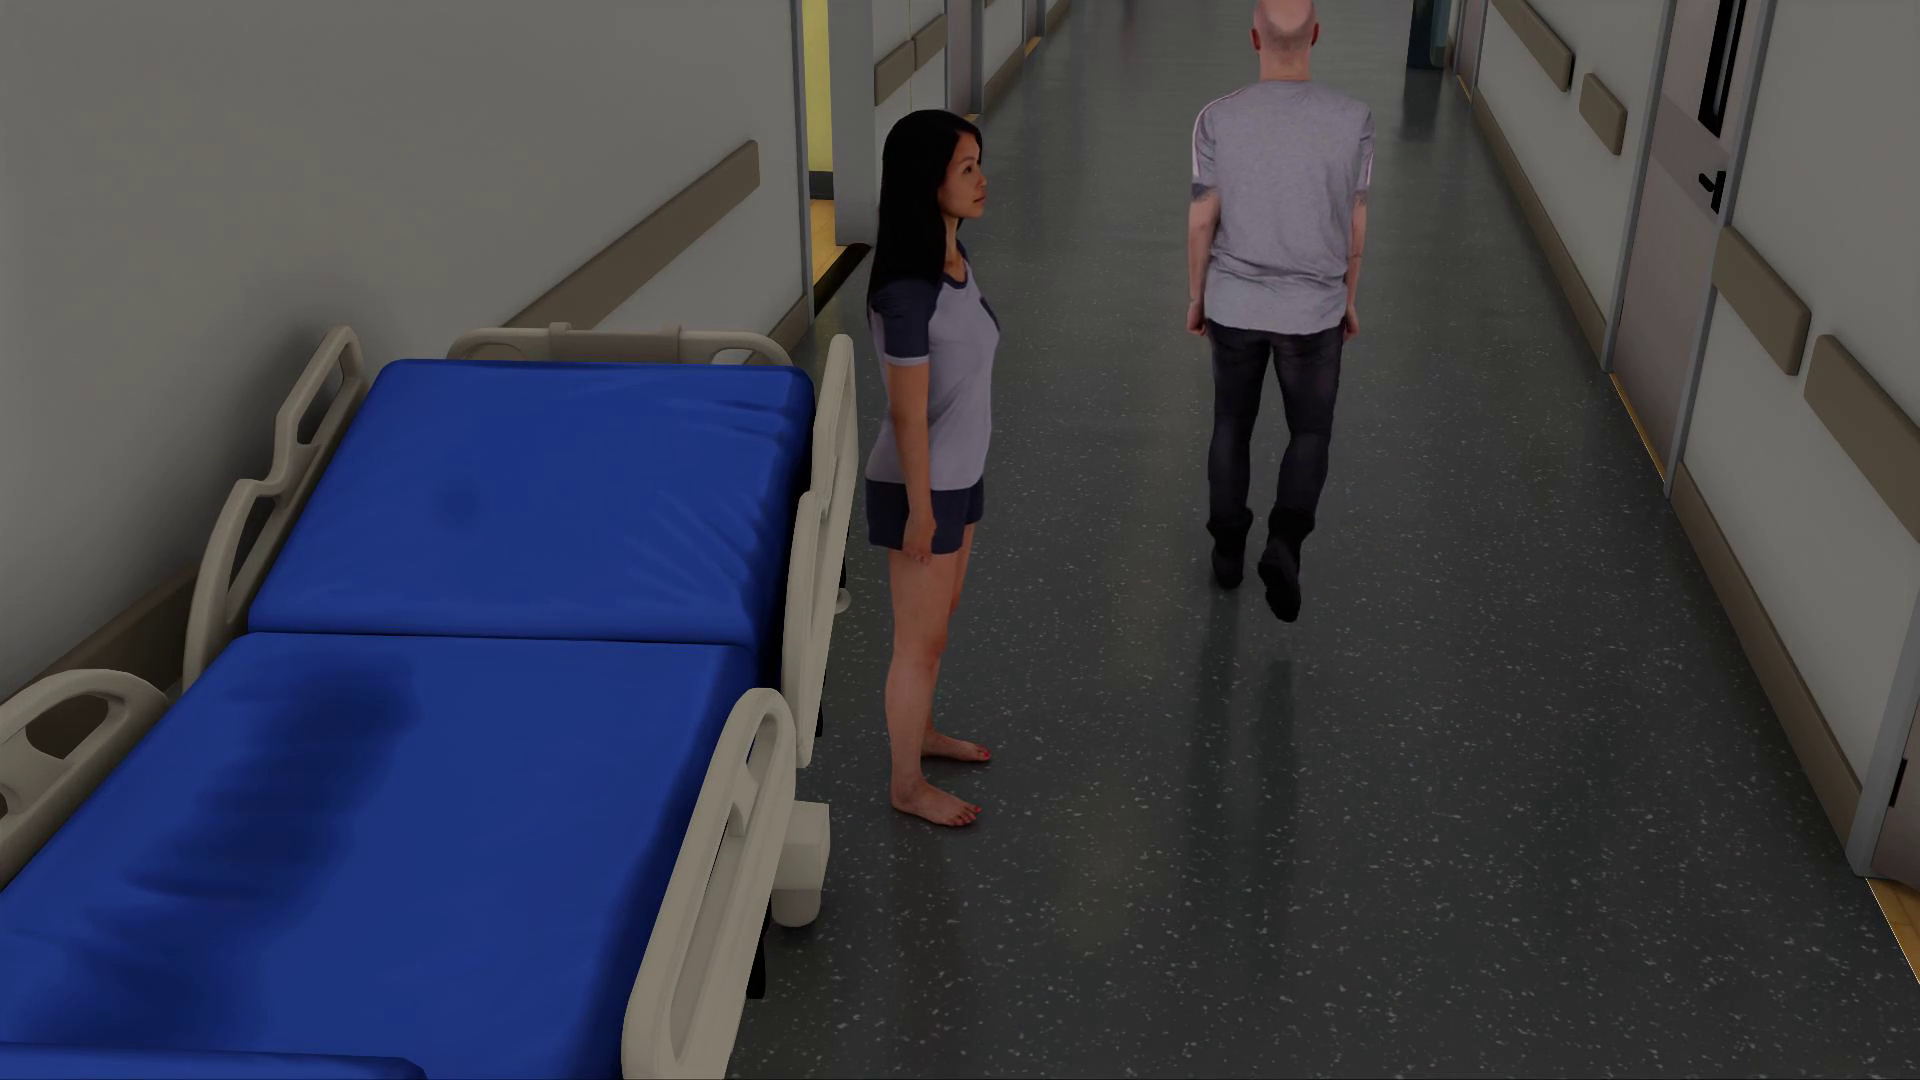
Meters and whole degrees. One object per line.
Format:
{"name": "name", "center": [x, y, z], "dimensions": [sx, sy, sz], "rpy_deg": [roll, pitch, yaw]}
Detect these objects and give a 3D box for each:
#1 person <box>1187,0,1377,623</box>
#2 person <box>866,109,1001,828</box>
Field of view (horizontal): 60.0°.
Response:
{"name": "person", "center": [0.896, -0.620, 4.758], "dimensions": [0.887, 1.815, 0.739], "rpy_deg": [5, 26, 11]}
{"name": "person", "center": [-0.066, -0.156, 3.920], "dimensions": [0.512, 1.705, 0.588], "rpy_deg": [5, 26, 11]}
